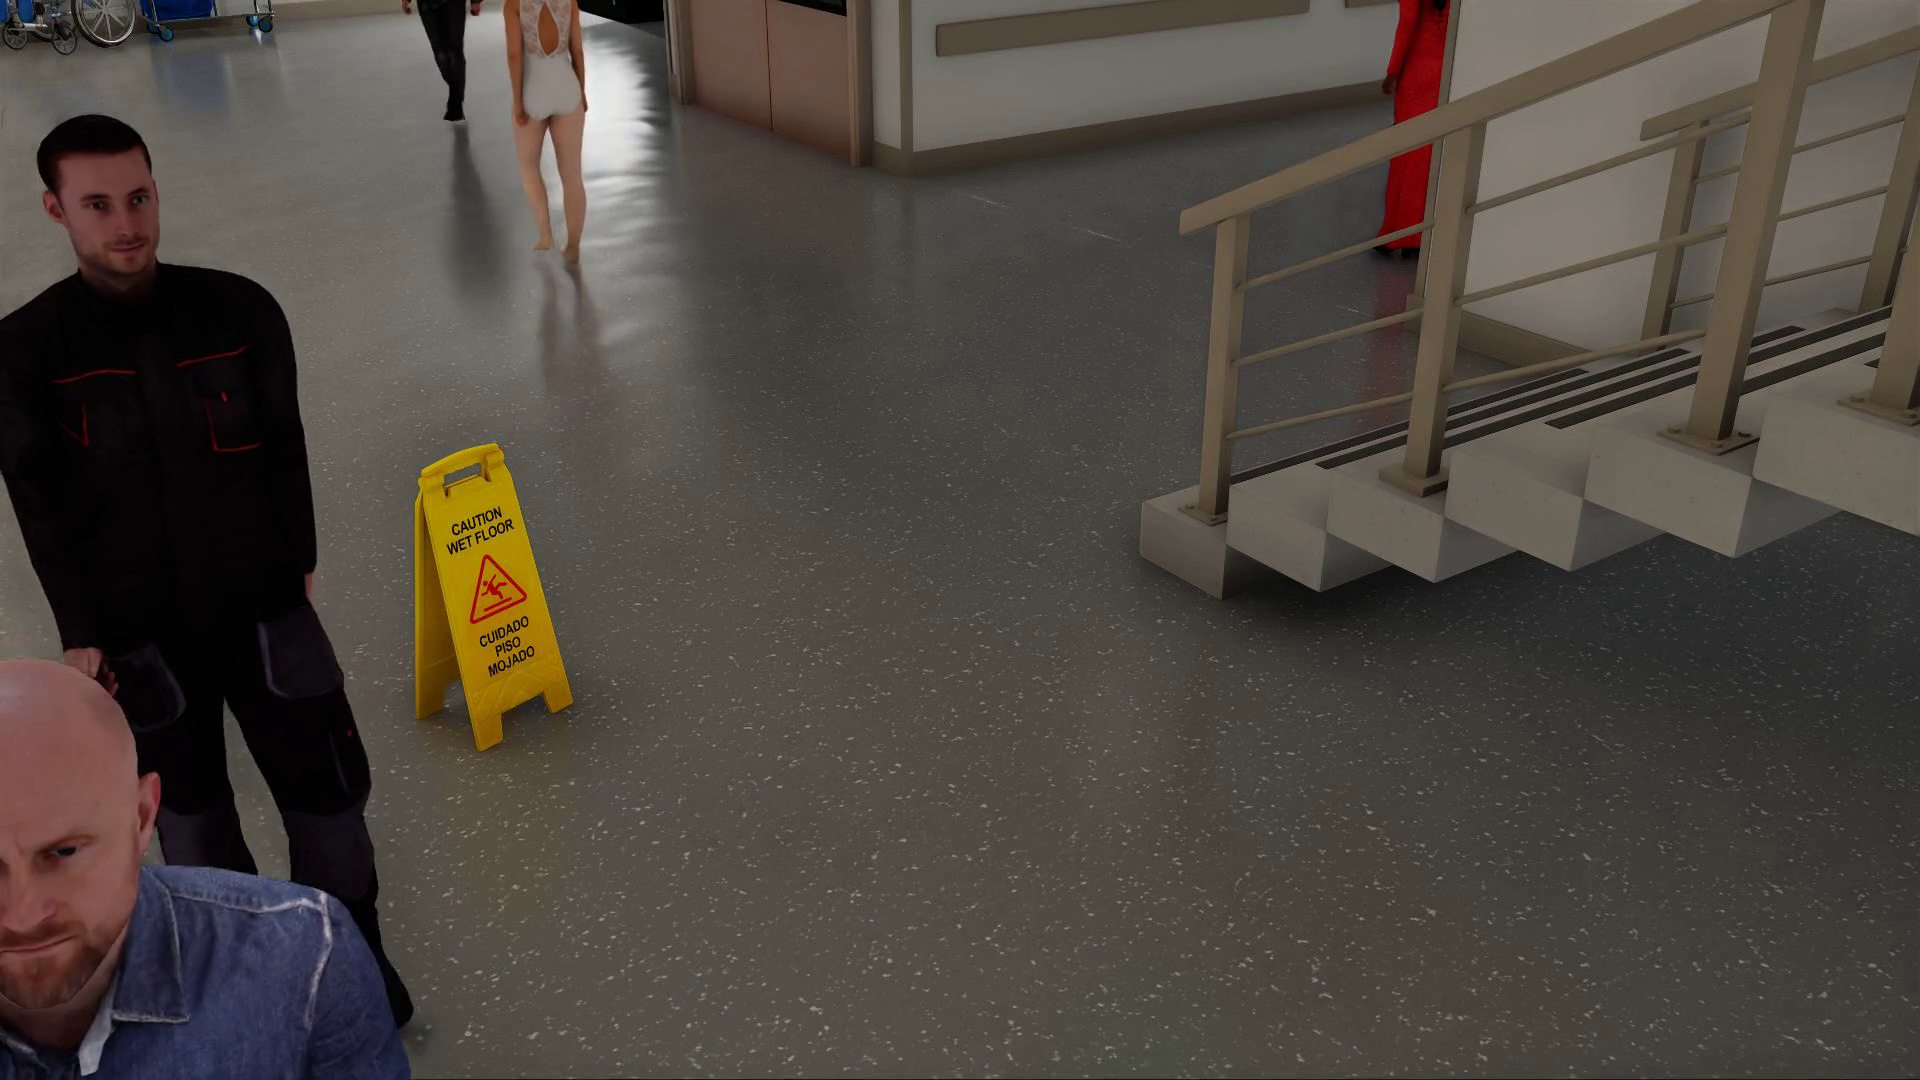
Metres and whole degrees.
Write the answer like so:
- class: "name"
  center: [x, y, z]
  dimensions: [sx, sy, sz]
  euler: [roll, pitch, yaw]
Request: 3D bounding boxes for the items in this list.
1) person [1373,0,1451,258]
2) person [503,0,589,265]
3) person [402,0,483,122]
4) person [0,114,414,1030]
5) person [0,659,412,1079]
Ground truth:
- class: "person"
  center: [2.379, -2.348, 8.497]
  dimensions: [0.611, 1.783, 0.575]
  euler: [-16, 30, -30]
- class: "person"
  center: [-2.032, -2.176, 8.315]
  dimensions: [0.594, 1.631, 0.605]
  euler: [-12, 28, -24]
- class: "person"
  center: [-3.596, -3.790, 11.523]
  dimensions: [1.051, 1.684, 1.162]
  euler: [0, 26, 0]
- class: "person"
  center: [-1.512, 0.119, 3.252]
  dimensions: [0.703, 1.894, 0.728]
  euler: [-14, 29, -27]
- class: "person"
  center: [-0.801, 0.903, 1.725]
  dimensions: [0.864, 1.808, 0.966]
  euler: [-8, 27, -16]
